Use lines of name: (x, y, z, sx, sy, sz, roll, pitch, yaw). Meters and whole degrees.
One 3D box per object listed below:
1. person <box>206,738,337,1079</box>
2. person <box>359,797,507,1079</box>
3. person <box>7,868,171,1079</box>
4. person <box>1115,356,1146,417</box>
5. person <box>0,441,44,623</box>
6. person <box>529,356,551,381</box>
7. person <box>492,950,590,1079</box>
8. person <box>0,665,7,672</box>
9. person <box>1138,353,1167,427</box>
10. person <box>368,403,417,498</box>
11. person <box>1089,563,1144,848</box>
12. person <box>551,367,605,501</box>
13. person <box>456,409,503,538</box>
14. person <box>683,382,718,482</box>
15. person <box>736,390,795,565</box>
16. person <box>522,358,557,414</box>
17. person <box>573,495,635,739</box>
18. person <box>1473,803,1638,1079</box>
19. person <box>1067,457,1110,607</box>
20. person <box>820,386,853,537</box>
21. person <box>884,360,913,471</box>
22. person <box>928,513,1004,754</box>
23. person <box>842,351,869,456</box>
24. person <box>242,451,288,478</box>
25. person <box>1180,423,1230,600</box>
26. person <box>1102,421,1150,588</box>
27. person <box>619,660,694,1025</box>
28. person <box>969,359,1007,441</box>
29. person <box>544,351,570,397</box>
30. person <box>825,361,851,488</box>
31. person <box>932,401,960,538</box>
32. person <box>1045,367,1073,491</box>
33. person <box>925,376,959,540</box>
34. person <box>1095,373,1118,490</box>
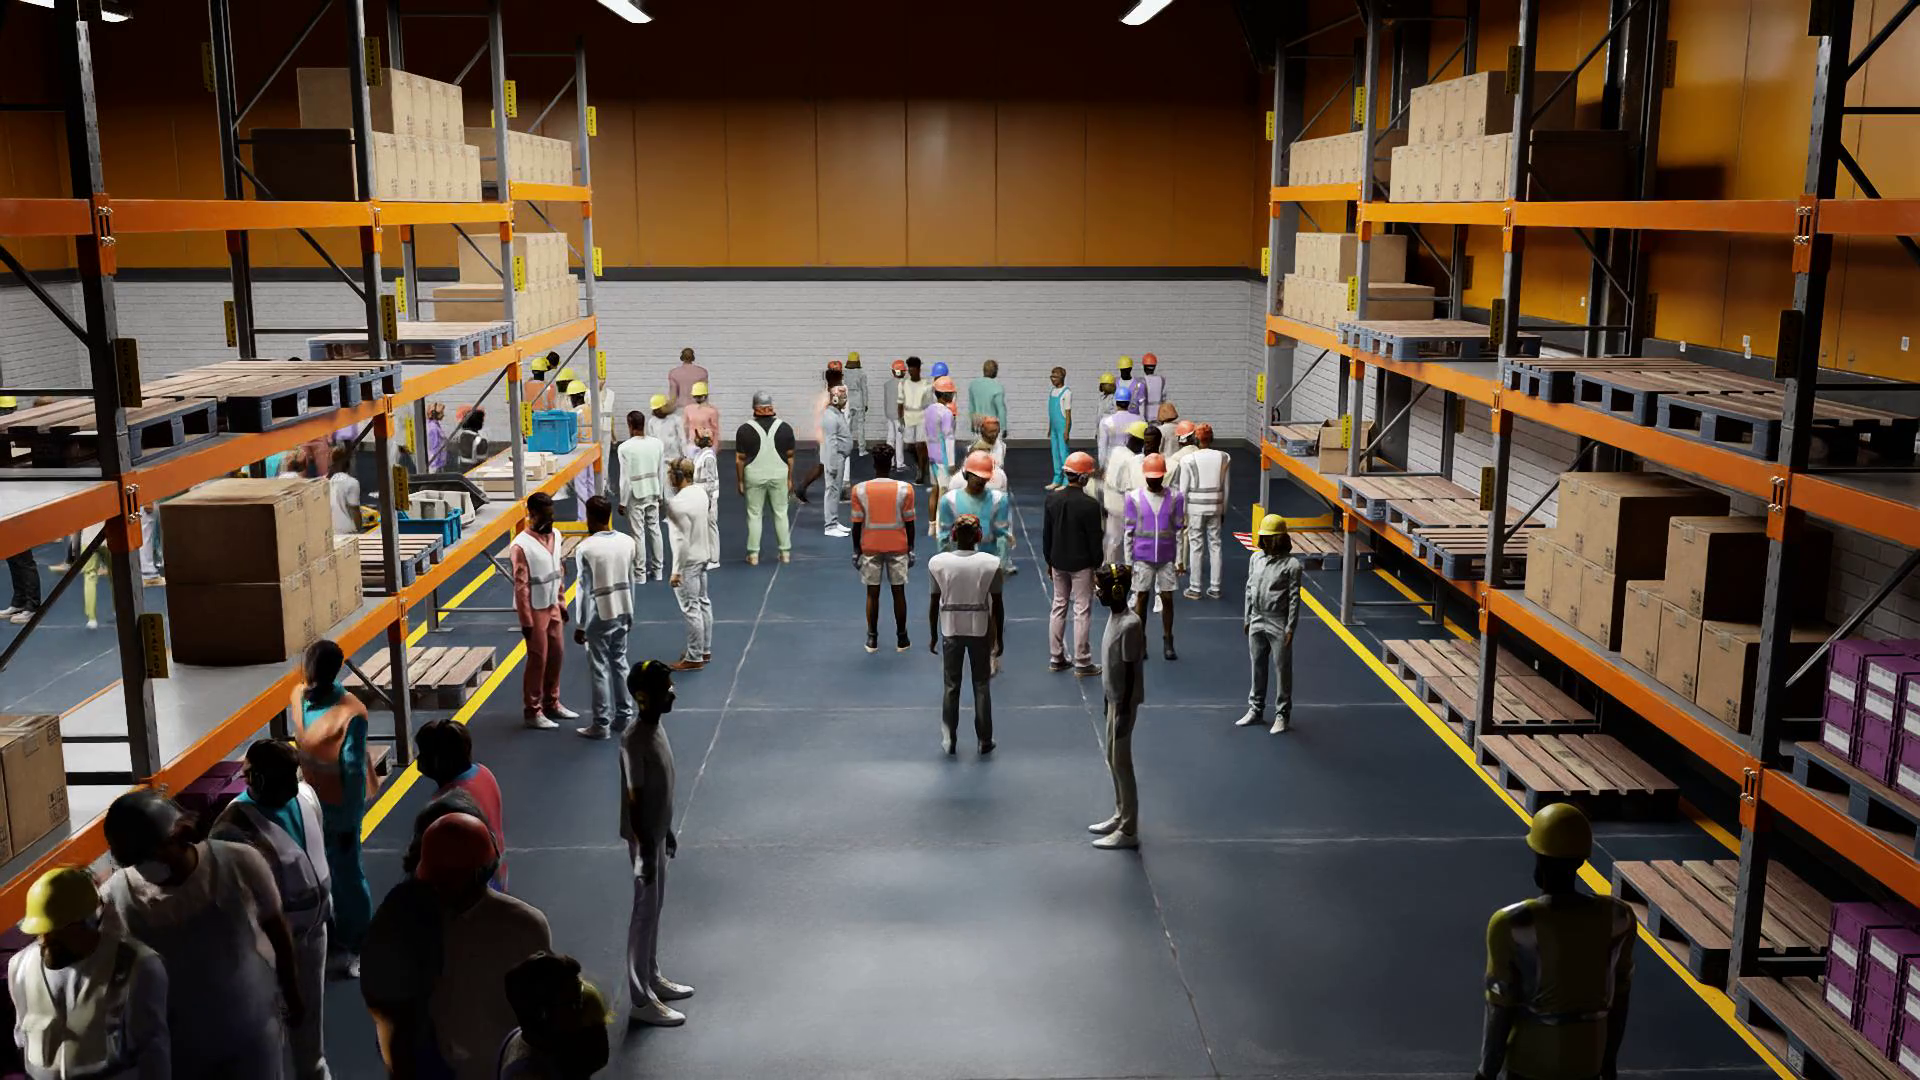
person: (-3.009, 1.754, 7.385, 0.430, 1.831, 0.634, 3, 12, 16)
person: (-1.891, 1.875, 6.229, 0.587, 2.000, 0.706, 4, 12, 21)
person: (-3.153, 2.042, 6.040, 0.604, 1.784, 0.923, 0, 11, -1)
person: (2.479, -1.800, 24.941, 0.593, 1.926, 0.366, 5, 12, 24)
person: (-9.462, -0.173, 16.608, 0.616, 1.997, 0.373, 9, 15, 39)
person: (-6.662, -2.076, 26.780, 0.532, 1.754, 0.342, 0, 11, -1)
person: (-1.292, 2.169, 5.247, 0.348, 1.847, 0.505, -4, 12, -20)
person: (-8.750, 0.292, 14.699, 0.501, 1.839, 0.341, 6, 13, 29)
person: (2.865, -1.866, 25.246, 0.547, 1.938, 0.377, -5, 12, -25)
person: (-7.926, -1.416, 23.643, 0.826, 1.679, 0.559, 3, 12, 15)
person: (1.014, 1.064, 10.776, 0.344, 1.856, 0.525, -1, 11, -6)
person: (-5.469, -1.507, 23.552, 0.772, 1.906, 0.586, -8, 14, -34)
person: (-6.038, -0.786, 20.498, 0.531, 1.662, 0.770, 8, 14, 34)
person: (-3.557, -1.300, 22.859, 0.542, 1.752, 0.469, 3, 12, 15)
person: (-2.271, -0.743, 19.359, 0.686, 2.000, 0.535, -3, 12, -16)
person: (-6.172, -1.706, 24.471, 0.594, 1.926, 0.366, 2, 11, 9)
person: (-2.750, 0.598, 12.977, 0.399, 1.906, 0.603, 7, 13, 31)
person: (2.219, 1.924, 6.268, 0.585, 1.928, 0.377, -2, 11, -9)
person: (1.357, -0.098, 17.216, 0.738, 1.604, 0.517, 5, 12, 22)
person: (-1.546, -0.992, 20.972, 0.402, 1.901, 0.637, 0, 11, 1)
person: (-0.972, -1.959, 26.187, 0.339, 1.747, 0.564, -8, 14, -36)
person: (0.048, 0.716, 12.531, 0.571, 1.845, 0.382, 1, 11, 3)
person: (-1.766, -2.277, 27.795, 0.484, 1.745, 0.297, 2, 12, 11)
person: (-7.483, -0.377, 18.019, 0.575, 1.841, 0.375, 2, 12, 12)
person: (2.573, -0.302, 17.584, 0.574, 1.875, 0.365, -2, 12, -12)
person: (1.768, -0.346, 17.754, 0.588, 1.880, 0.624, -3, 12, -15)
person: (-1.556, 1.515, 8.460, 0.327, 1.874, 0.518, 0, 11, 2)
person: (0.412, -1.675, 24.327, 0.652, 1.924, 0.388, 9, 14, 38)
person: (-6.435, -2.067, 26.470, 0.505, 1.861, 0.330, -6, 13, -29)
person: (-1.803, -1.713, 24.618, 0.338, 1.882, 0.582, -4, 12, -19)
person: (-0.180, -0.890, 20.859, 0.351, 1.738, 0.575, -3, 12, -12)
person: (1.451, -1.610, 24.235, 0.341, 1.839, 0.501, -6, 13, -26)
person: (-0.200, -1.027, 20.776, 0.378, 2.041, 0.616, -5, 13, -25)
person: (2.129, -1.556, 24.178, 0.290, 1.746, 0.487, -8, 14, -34)
